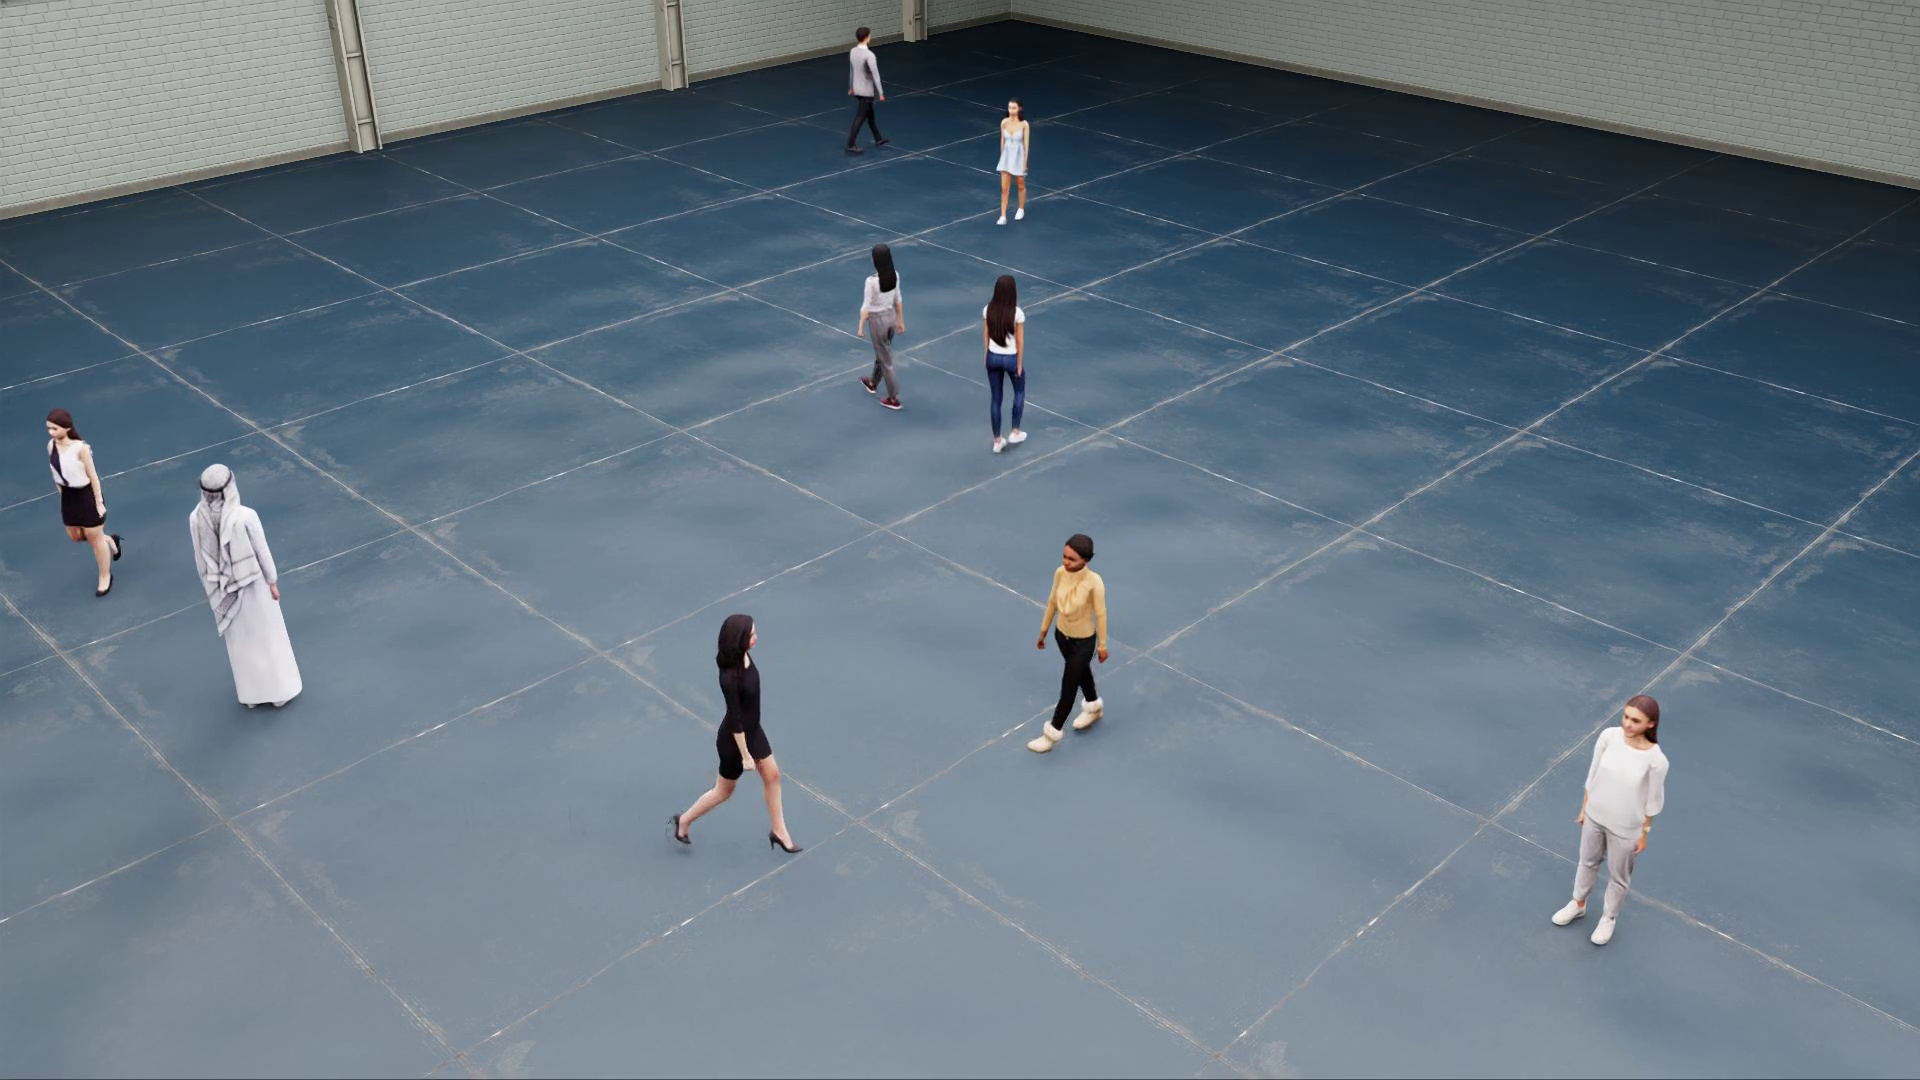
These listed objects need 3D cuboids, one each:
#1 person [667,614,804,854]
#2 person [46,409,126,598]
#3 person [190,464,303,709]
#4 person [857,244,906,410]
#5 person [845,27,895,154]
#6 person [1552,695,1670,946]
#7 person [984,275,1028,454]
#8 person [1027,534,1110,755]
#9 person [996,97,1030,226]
[{"bbox_3d":[-1.465,1.277,10.423,1.064,1.768,1.121,5,28,10],"label":"person"},{"bbox_3d":[-7.119,-0.347,13.608,0.778,1.640,0.864,4,28,8],"label":"person"},{"bbox_3d":[-5.195,0.341,12.014,0.789,1.925,0.858,-1,28,-2],"label":"person"},{"bbox_3d":[-0.726,-2.145,16.905,0.860,1.714,0.695,-24,36,-38],"label":"person"},{"bbox_3d":[-1.546,-6.890,25.644,1.253,1.875,0.871,-20,34,-32],"label":"person"},{"bbox_3d":[3.888,1.630,9.845,0.535,1.688,0.593,-23,36,-37],"label":"person"},{"bbox_3d":[0.390,-1.658,15.940,0.725,1.763,0.777,10,30,18],"label":"person"},{"bbox_3d":[0.872,0.675,11.710,1.049,1.621,0.633,-24,36,-37],"label":"person"},{"bbox_3d":[0.786,-5.164,22.593,0.887,1.698,1.086,7,29,14],"label":"person"}]
